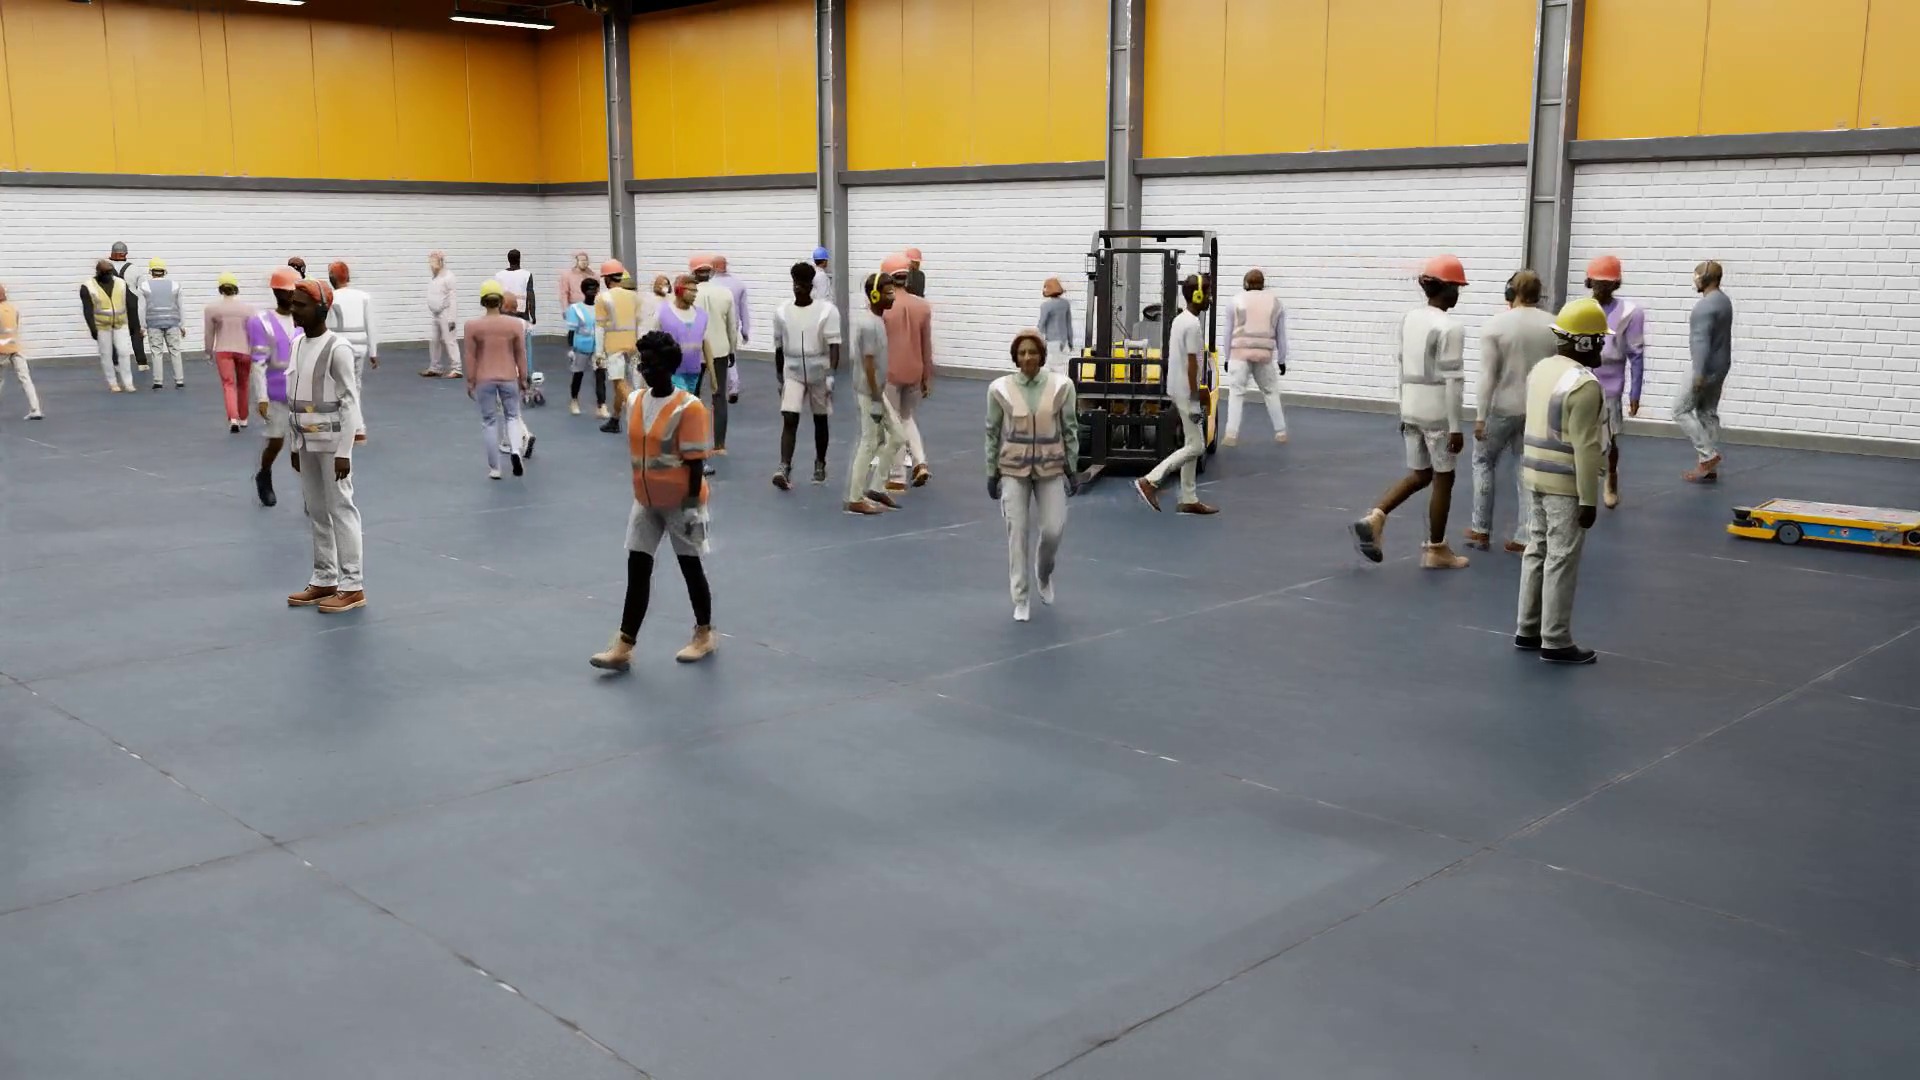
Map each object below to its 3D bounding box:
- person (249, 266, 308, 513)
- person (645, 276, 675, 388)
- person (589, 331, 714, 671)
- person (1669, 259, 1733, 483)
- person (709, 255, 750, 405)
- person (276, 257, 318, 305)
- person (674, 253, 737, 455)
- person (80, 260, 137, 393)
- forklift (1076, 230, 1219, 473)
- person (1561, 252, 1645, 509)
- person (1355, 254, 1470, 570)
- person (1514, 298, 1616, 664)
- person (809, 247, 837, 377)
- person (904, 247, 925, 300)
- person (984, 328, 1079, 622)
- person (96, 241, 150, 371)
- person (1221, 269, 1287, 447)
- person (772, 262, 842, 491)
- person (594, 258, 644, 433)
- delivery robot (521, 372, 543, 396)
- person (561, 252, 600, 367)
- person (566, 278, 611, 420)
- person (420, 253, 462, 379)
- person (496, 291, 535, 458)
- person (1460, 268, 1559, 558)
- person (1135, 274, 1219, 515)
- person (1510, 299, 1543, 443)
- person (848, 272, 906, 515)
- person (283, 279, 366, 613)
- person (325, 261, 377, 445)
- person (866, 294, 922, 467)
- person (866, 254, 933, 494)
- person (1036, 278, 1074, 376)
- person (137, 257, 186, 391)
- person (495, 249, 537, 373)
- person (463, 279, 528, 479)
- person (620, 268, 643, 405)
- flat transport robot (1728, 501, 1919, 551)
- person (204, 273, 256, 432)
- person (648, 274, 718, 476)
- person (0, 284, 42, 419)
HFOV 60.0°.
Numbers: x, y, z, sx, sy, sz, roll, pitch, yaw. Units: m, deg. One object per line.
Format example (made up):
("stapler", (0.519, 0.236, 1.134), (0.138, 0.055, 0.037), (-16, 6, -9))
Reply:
("person", (-5.182, -1.148, 12.786), (0.548, 1.909, 0.865), (-9, 14, -42))
("person", (-3.955, -2.735, 22.279), (0.506, 1.583, 0.848), (-10, 15, -44))
("person", (-1.479, -0.182, 8.128), (0.549, 1.662, 0.712), (7, 12, 32))
("person", (6.394, -1.442, 14.318), (0.445, 1.922, 0.650), (8, 13, 38))
("person", (-3.004, -2.623, 20.868), (0.683, 1.885, 0.483), (-6, 12, -30))
("person", (-8.775, -2.831, 22.126), (0.627, 1.844, 0.429), (0, 10, 1))
("person", (-2.521, -1.846, 16.470), (0.641, 1.947, 0.989), (-4, 11, -19))
("person", (-11.442, -2.864, 22.430), (0.650, 1.794, 0.772), (-9, 14, -40))
("forklift", (1.804, -1.825, 15.677), (1.214, 2.155, 2.313), (2, 11, 13))
("person", (4.808, -1.154, 12.530), (0.642, 2.016, 0.680), (7, 12, 32))
("person", (2.917, -0.792, 10.538), (0.686, 2.025, 0.625), (-3, 11, -18))
("person", (3.028, -0.286, 8.307), (0.403, 1.827, 0.595), (-1, 10, -6))
("person", (-2.095, -3.416, 25.019), (0.377, 1.950, 0.612), (-4, 11, -22))
("person", (-0.749, -3.334, 24.549), (0.621, 1.958, 0.640), (9, 14, 41))
("person", (0.394, -0.365, 9.263), (0.533, 1.624, 0.393), (0, 10, -1))
("person", (-13.170, -3.680, 26.210), (0.683, 2.000, 0.537), (-3, 11, -16))
("person", (3.053, -1.862, 17.002), (0.777, 1.803, 0.528), (-1, 10, -7))
("person", (-1.296, -1.364, 13.947), (0.612, 1.899, 1.021), (1, 10, 4))
("person", (-3.583, -2.049, 17.729), (0.919, 1.899, 0.539), (9, 14, 41))
("delivery robot", (-5.593, -1.992, 20.808), (0.707, 0.478, 0.477), (3, 11, 15))
("person", (-6.212, -3.787, 27.263), (0.643, 1.872, 0.895), (-3, 11, -17))
("person", (-4.385, -2.259, 19.536), (0.535, 1.647, 0.907), (-7, 13, -35))
("person", (-7.748, -3.337, 24.839), (0.767, 1.871, 0.454), (8, 13, 38))
("person", (-4.324, -1.599, 16.039), (0.754, 1.608, 0.509), (9, 14, 40))
("person", (3.687, -0.860, 11.189), (0.651, 1.906, 0.790), (-2, 11, -10))
("person", (1.674, -1.090, 12.613), (0.558, 1.848, 0.558), (0, 10, -2))
("person", (5.344, -1.548, 15.694), (0.327, 1.620, 0.531), (-10, 15, -44))
("person", (-0.619, -1.103, 12.679), (0.560, 1.847, 0.566), (1, 10, 4))
("person", (-3.639, -0.533, 9.478), (0.574, 1.885, 0.356), (8, 13, 37))
("person", (-6.369, -1.918, 17.092), (0.796, 1.855, 0.607), (8, 13, 37))
("person", (-0.599, -1.629, 15.338), (0.588, 1.927, 0.366), (2, 11, 11))
("person", (-0.535, -1.360, 13.744), (0.616, 1.978, 0.423), (-7, 13, -35))
("person", (1.116, -2.464, 20.773), (0.835, 1.585, 0.522), (10, 14, 42))
("person", (-10.987, -2.967, 22.921), (0.610, 1.824, 0.403), (-7, 12, -33))
("person", (-6.719, -3.433, 25.194), (0.587, 1.920, 0.392), (0, 10, 2))
("person", (-4.028, -1.384, 14.470), (0.528, 1.758, 0.482), (-4, 11, -20))
("person", (-4.192, -2.521, 20.738), (0.439, 1.724, 0.534), (9, 13, 39))
("flat transport robot", (6.166, -0.098, 11.510), (1.431, 0.197, 0.652), (8, 13, 38))
("person", (-7.962, -2.053, 18.197), (0.532, 1.728, 0.883), (-5, 12, -26))
("person", (-2.514, -1.500, 15.033), (0.583, 1.797, 0.996), (-10, 14, -43))
("person", (-11.057, -2.179, 19.249), (0.854, 1.592, 0.518), (4, 11, 19))
